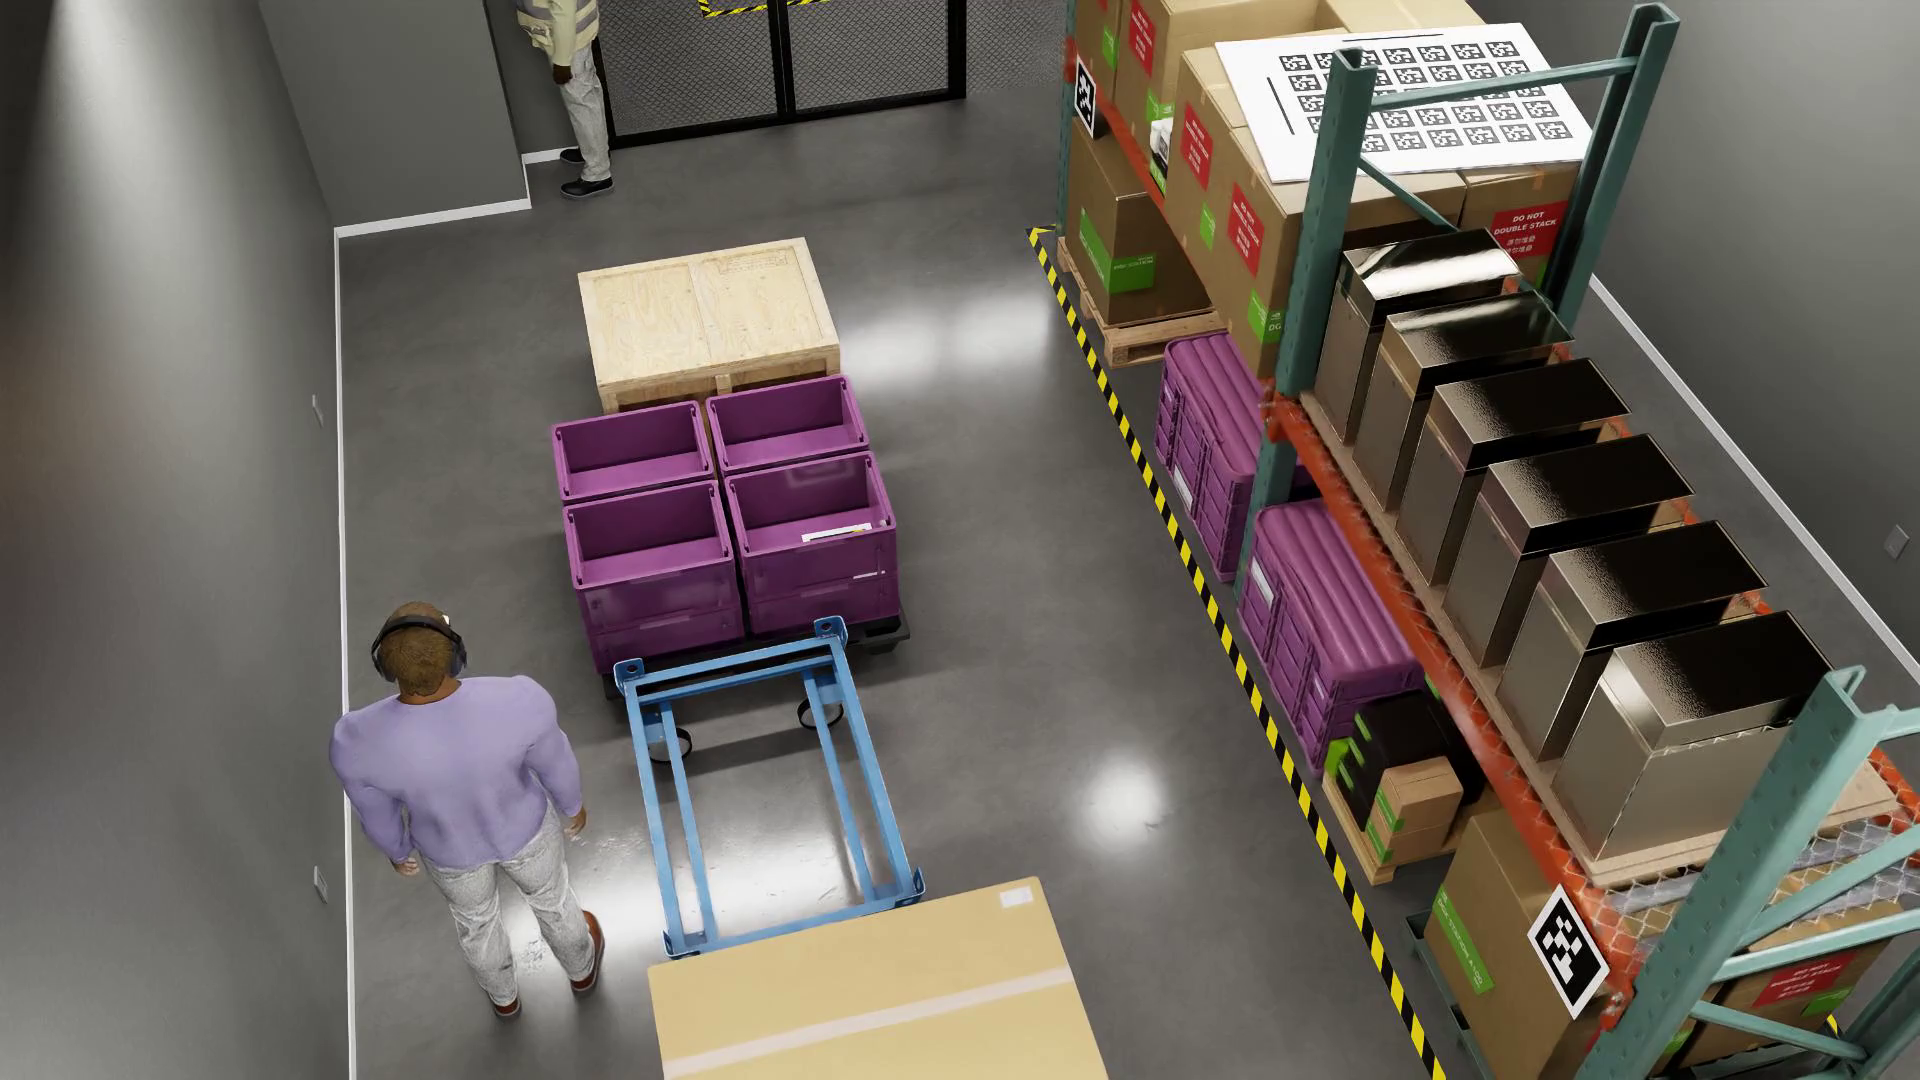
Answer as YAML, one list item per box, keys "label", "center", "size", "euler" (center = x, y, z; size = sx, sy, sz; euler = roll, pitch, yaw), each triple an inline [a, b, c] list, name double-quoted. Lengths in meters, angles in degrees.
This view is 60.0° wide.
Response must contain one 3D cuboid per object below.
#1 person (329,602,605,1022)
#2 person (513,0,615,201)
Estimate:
- label: "person"
  center: [-1.457, 0.868, 5.089]
  size: [0.635, 1.938, 0.361]
  euler: [-13, 49, -12]
- label: "person"
  center: [-1.995, -2.568, 8.315]
  size: [0.404, 1.832, 0.597]
  euler: [-6, 48, -5]
